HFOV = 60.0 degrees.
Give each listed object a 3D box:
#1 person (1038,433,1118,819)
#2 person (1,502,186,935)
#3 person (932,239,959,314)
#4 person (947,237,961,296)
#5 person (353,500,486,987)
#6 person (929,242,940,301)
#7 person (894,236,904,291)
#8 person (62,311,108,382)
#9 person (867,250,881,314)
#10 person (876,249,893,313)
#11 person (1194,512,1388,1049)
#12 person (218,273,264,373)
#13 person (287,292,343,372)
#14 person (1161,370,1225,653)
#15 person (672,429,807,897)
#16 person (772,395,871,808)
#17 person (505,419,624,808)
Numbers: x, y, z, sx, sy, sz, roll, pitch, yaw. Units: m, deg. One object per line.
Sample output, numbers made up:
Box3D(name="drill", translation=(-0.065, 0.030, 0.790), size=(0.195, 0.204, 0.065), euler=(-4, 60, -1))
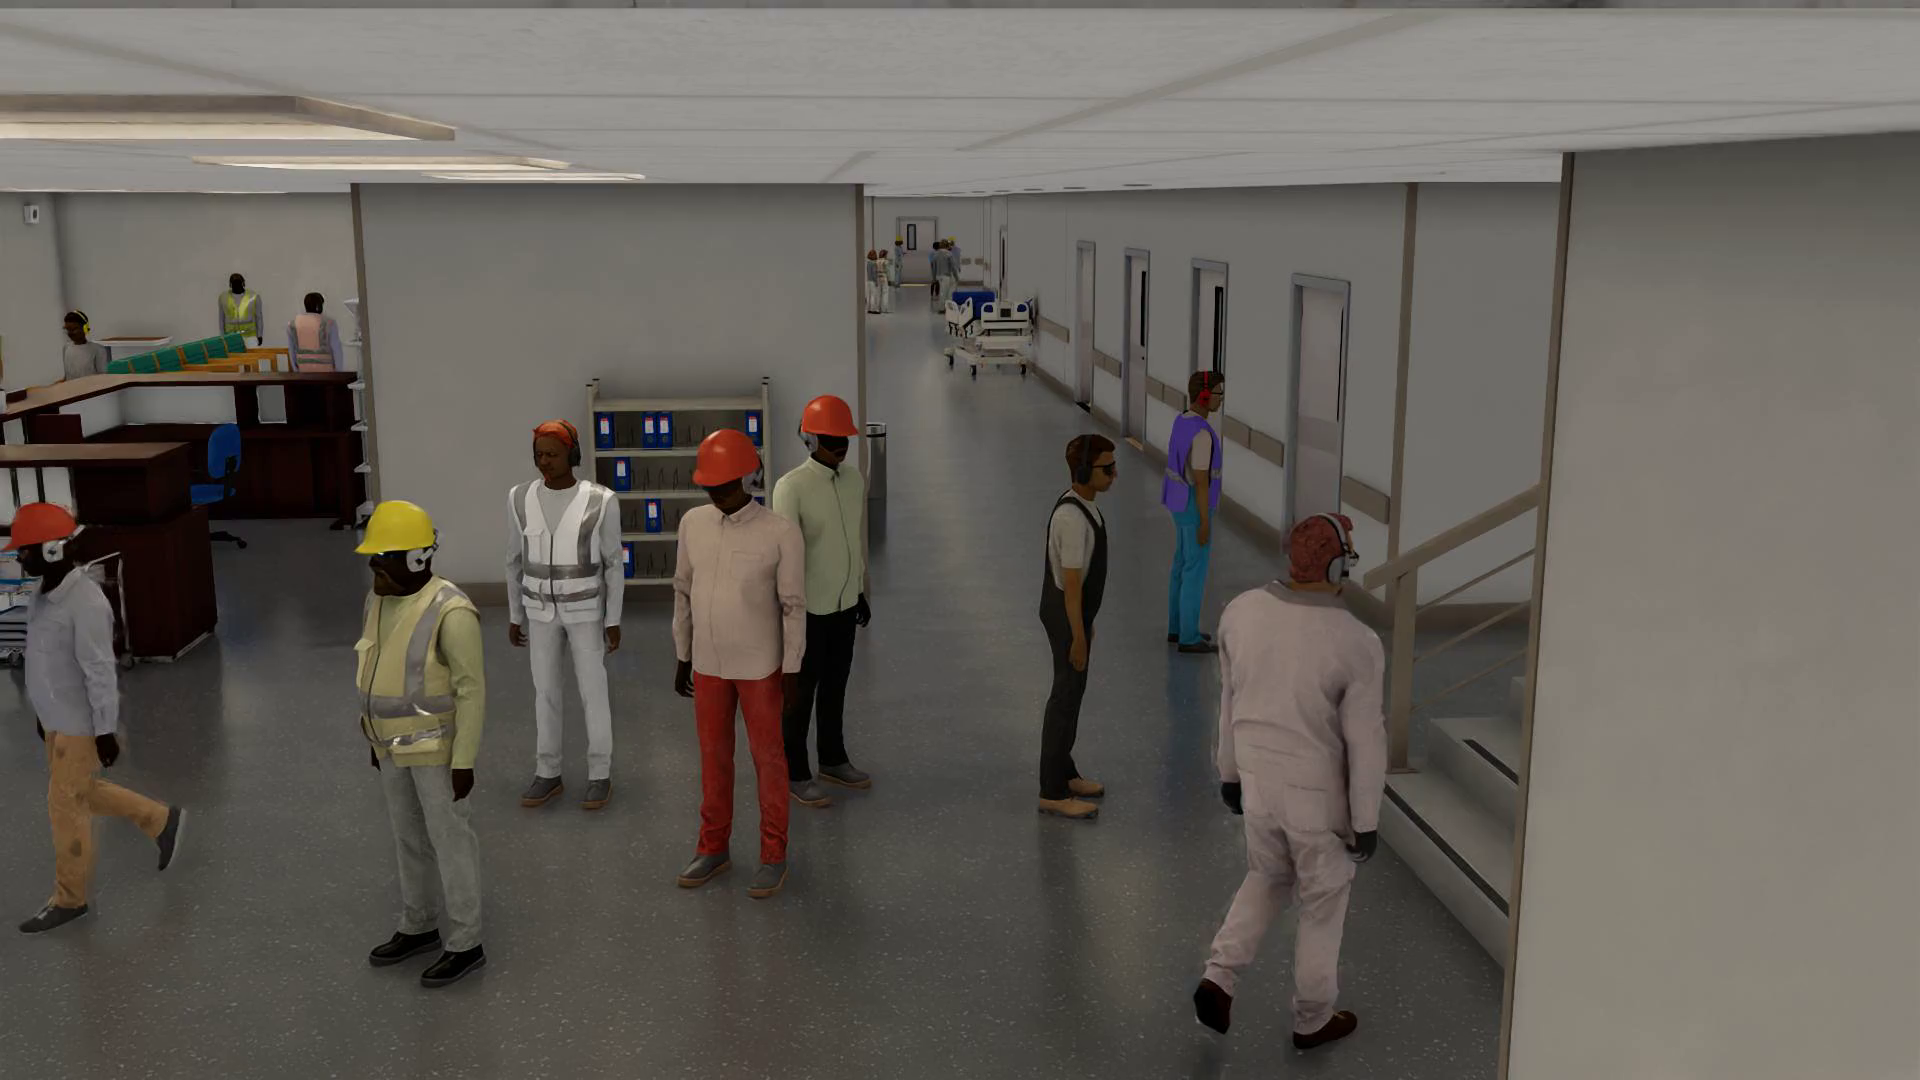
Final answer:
Box3D(name="person", translation=(0.560, 0.403, 7.904), size=(0.357, 1.839, 0.508), euler=(2, 12, 9))
Box3D(name="person", translation=(-3.567, 0.683, 6.817), size=(0.593, 1.723, 0.696), euler=(10, 15, 41))
Box3D(name="person", translation=(-0.335, -6.790, 42.881), size=(0.630, 1.909, 0.874), euler=(9, 15, 38))
Box3D(name="person", translation=(-0.276, -8.305, 50.541), size=(0.624, 1.786, 0.923), euler=(-2, 12, -12))
Box3D(name="person", translation=(-2.023, 0.751, 6.205), size=(0.599, 1.830, 0.404), euler=(9, 14, 36))
Box3D(name="person", translation=(-0.684, -7.836, 48.499), size=(0.315, 1.696, 0.540), euler=(8, 14, 35))
Box3D(name="person", translation=(-1.962, -8.948, 53.818), size=(0.295, 1.744, 0.491), euler=(3, 12, 13))
Box3D(name="person", translation=(-8.418, -1.271, 16.011), size=(0.519, 1.865, 0.326), euler=(3, 12, 13))
Box3D(name="person", translation=(-2.234, -6.616, 42.686), size=(0.282, 1.636, 0.500), euler=(-5, 13, -25))
Box3D(name="person", translation=(-1.982, -6.689, 43.037), size=(0.311, 1.639, 0.512), euler=(-11, 16, -44))
Box3D(name="person", translation=(1.123, 0.843, 5.621), size=(0.551, 1.887, 0.661), euler=(-10, 16, -42))
Box3D(name="person", translation=(-10.745, -3.070, 24.887), size=(0.629, 1.836, 0.430), euler=(-3, 12, -13))
Box3D(name="person", translation=(-7.546, -1.990, 19.579), size=(0.636, 1.842, 0.429), euler=(1, 12, 6))
Box3D(name="person", translation=(1.508, -0.179, 10.752), size=(0.392, 1.837, 0.560), euler=(-1, 12, -6))
Box3D(name="person", translation=(-0.941, 0.515, 6.979), size=(0.611, 1.985, 0.393), euler=(4, 12, 21))
Box3D(name="person", translation=(-0.646, 0.284, 8.083), size=(0.396, 1.992, 0.619), euler=(8, 14, 35))
Box3D(name="person", translation=(-1.901, 0.360, 7.990), size=(0.582, 1.881, 0.351), euler=(2, 12, 8))
